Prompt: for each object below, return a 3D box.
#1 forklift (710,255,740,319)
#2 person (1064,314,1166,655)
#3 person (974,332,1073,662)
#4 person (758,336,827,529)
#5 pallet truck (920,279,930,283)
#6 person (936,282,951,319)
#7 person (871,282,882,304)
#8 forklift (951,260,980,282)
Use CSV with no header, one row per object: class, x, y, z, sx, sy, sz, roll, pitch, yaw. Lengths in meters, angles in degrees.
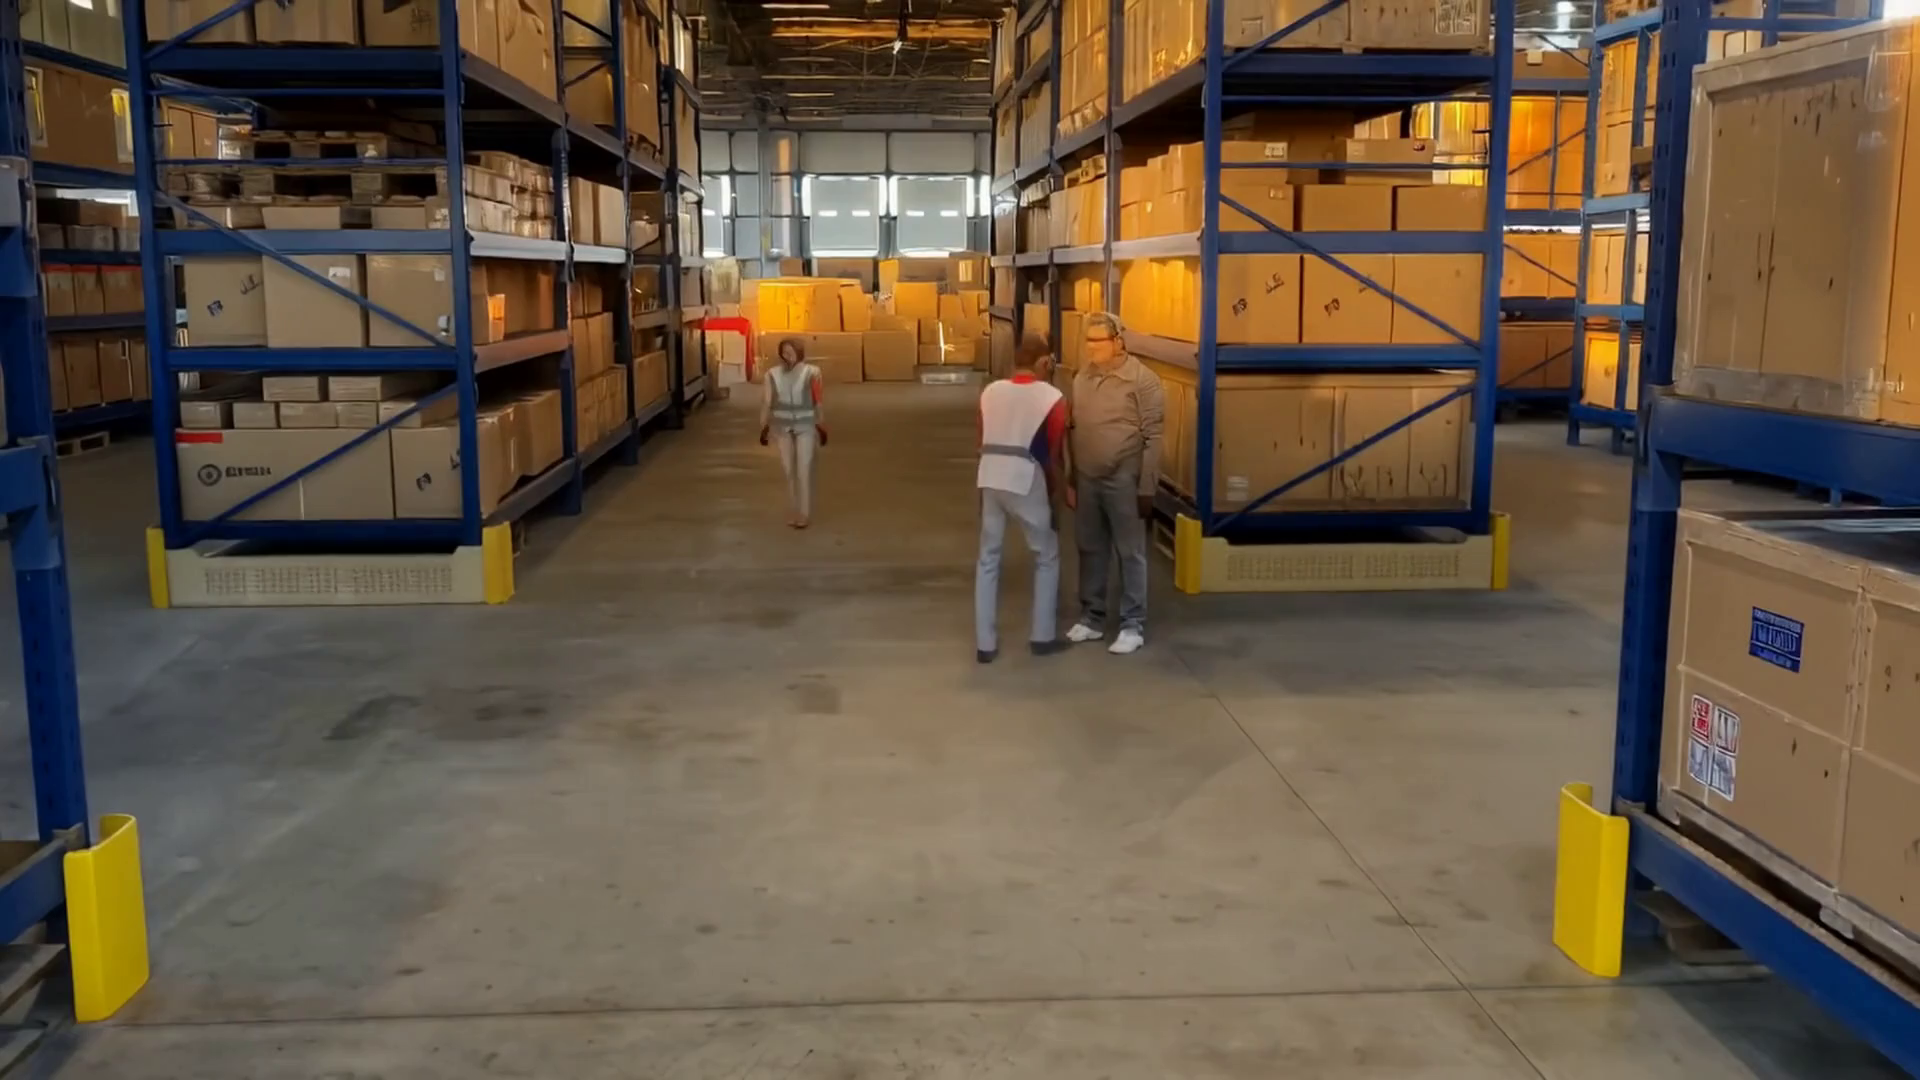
forklift,-8.364,-8.712,59.035,1.129,2.768,1.873,-1,9,-4
person,0.836,-0.315,9.366,0.399,1.905,0.643,-9,12,-43
person,0.345,-0.233,9.175,0.562,1.804,0.609,6,11,33
person,-1.415,-0.886,13.856,0.548,1.599,0.803,1,9,8
pallet truck,-0.932,-8.922,63.114,1.885,1.965,0.823,2,9,13
person,-0.575,-6.614,48.885,0.645,1.918,0.596,-3,10,-21
person,-2.988,-8.062,58.117,0.526,1.865,0.615,-7,11,-36
forklift,0.137,-7.455,51.143,1.129,2.768,1.873,-2,9,-10
